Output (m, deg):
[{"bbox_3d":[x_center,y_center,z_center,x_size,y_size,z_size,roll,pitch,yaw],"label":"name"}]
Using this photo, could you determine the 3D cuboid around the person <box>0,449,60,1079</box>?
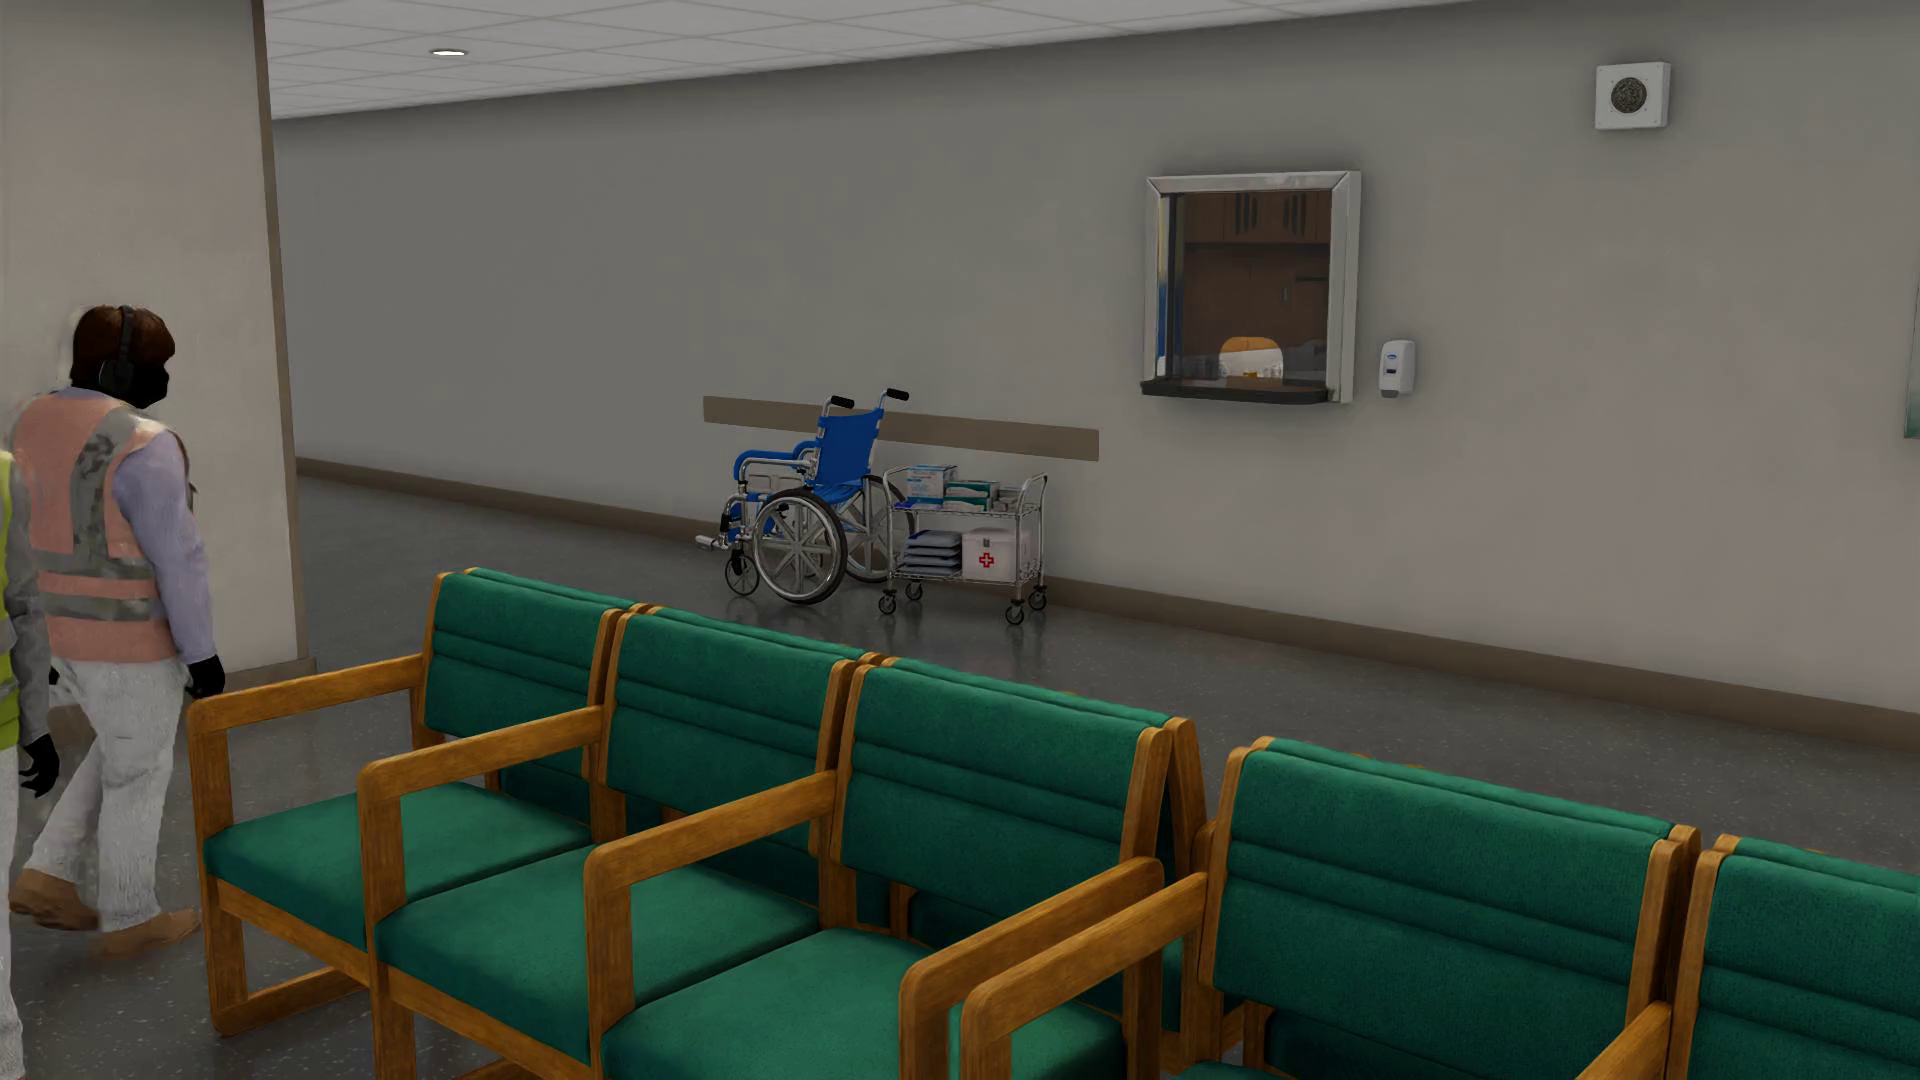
[{"bbox_3d":[-2.227,0.439,3.489,0.630,1.840,0.429,-10,14,-43],"label":"person"}]

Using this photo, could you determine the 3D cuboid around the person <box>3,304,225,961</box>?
[{"bbox_3d":[-2.302,0.273,4.535,0.638,1.816,0.451,6,12,32],"label":"person"}]
